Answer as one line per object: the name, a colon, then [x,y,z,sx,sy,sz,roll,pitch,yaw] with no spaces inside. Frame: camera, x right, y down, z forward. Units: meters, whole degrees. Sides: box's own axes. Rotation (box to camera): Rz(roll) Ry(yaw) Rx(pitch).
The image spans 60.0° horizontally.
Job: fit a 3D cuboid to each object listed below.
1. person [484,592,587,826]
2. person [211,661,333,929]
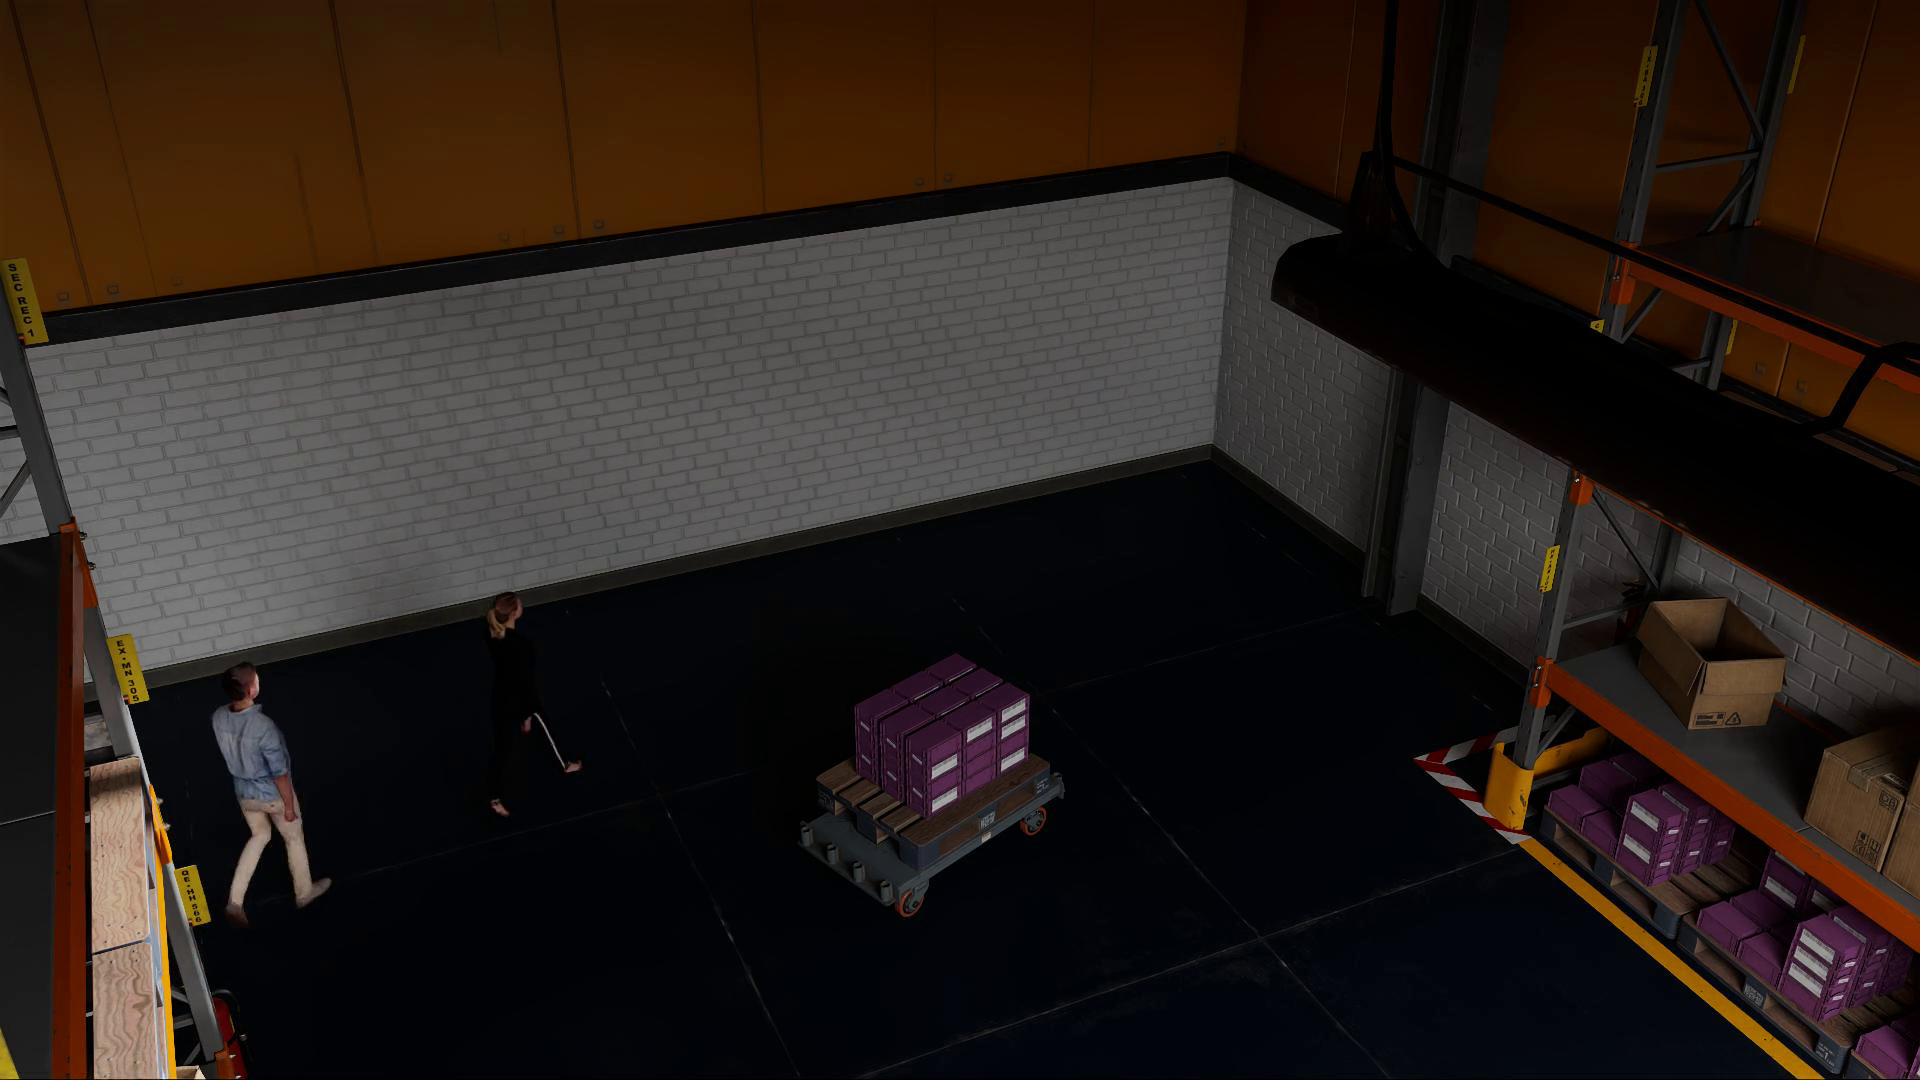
person: [-3.034,1.153,11.094,1.099,1.652,1.053,16,33,27]
person: [-4.303,1.588,10.107,1.014,1.833,1.072,10,30,18]
